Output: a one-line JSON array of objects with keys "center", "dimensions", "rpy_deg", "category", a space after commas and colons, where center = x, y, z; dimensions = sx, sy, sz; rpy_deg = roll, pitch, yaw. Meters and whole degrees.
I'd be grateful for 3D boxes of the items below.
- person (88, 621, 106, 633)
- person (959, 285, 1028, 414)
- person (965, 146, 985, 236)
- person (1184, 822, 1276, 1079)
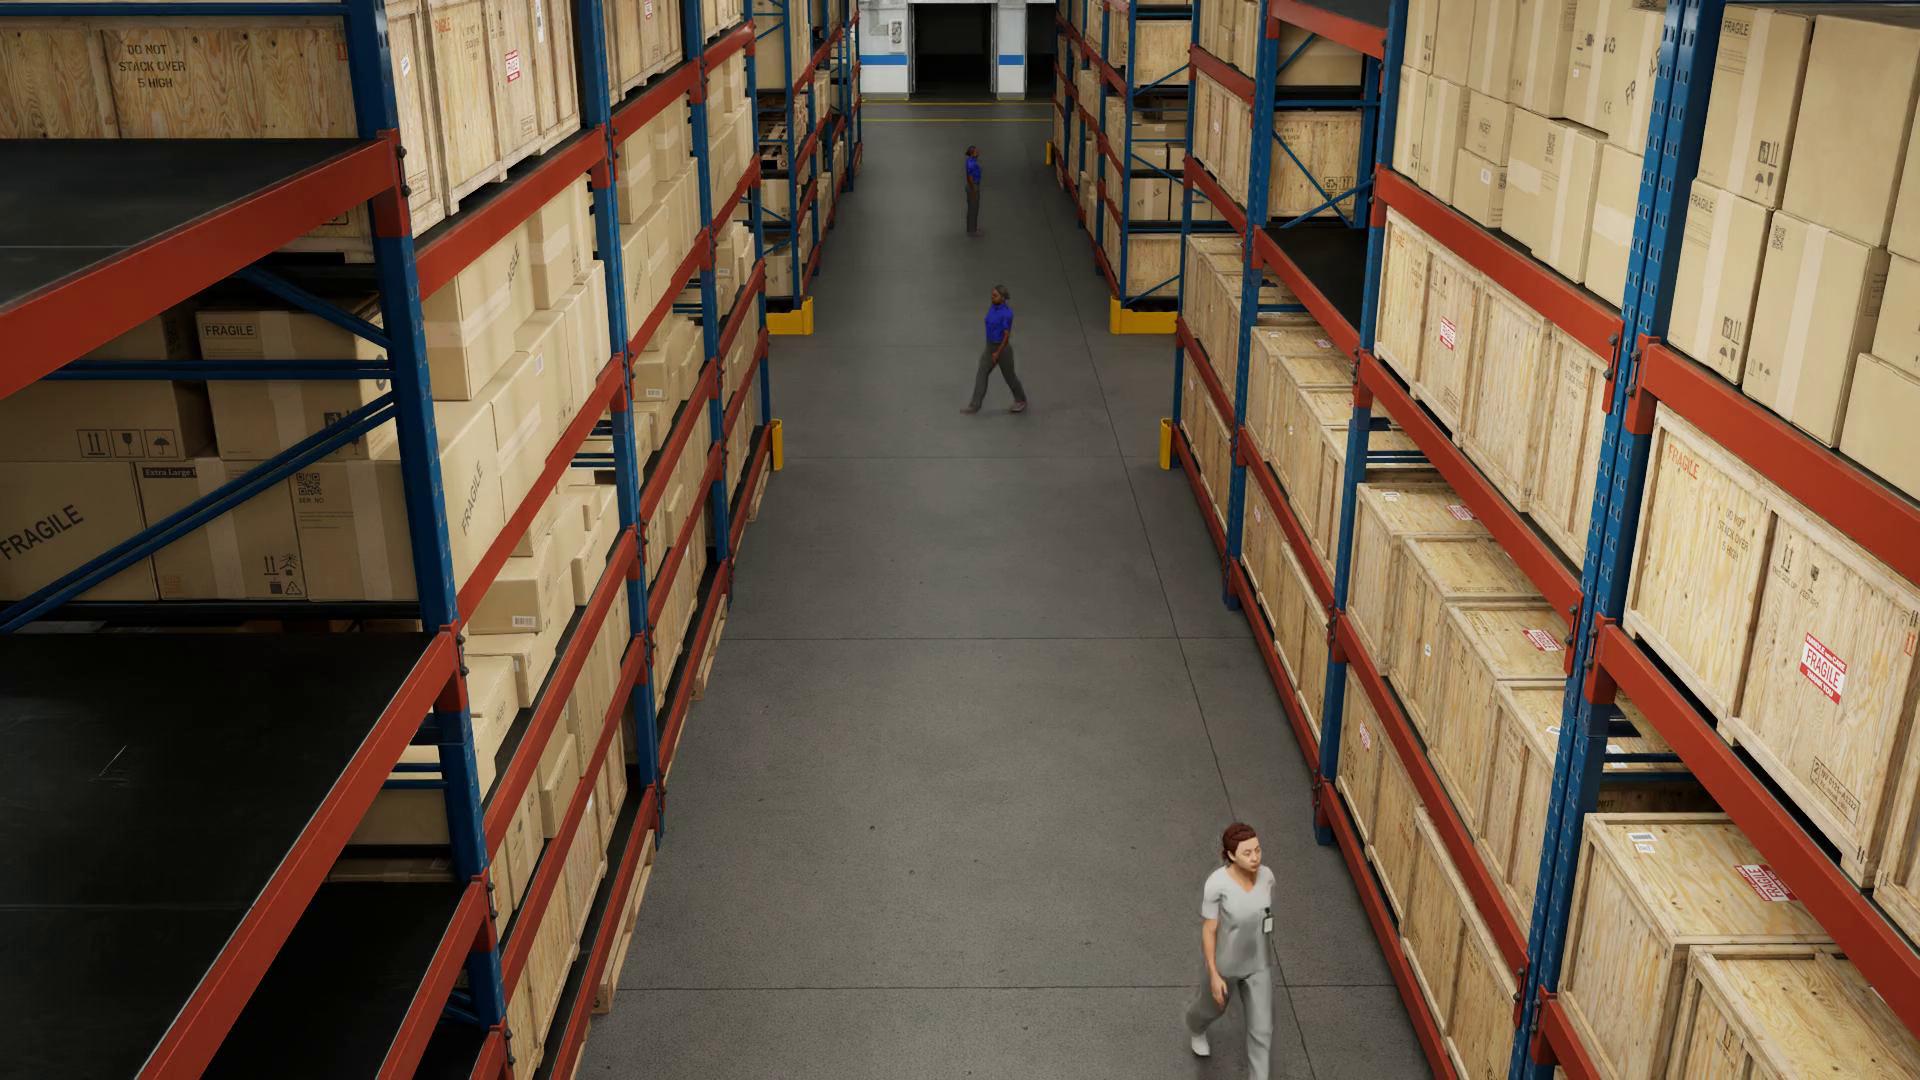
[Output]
[{"center": [-7.584, -0.020, 14.514], "dimensions": [0.583, 1.764, 0.489], "rpy_deg": [3, 22, 7], "category": "person"}, {"center": [0.446, -2.347, 20.630], "dimensions": [0.957, 1.618, 0.460], "rpy_deg": [-16, 26, -34], "category": "person"}, {"center": [0.274, -6.608, 31.417], "dimensions": [0.354, 1.660, 0.443], "rpy_deg": [-3, 22, -8], "category": "person"}, {"center": [1.485, 2.264, 8.917], "dimensions": [0.440, 1.628, 1.007], "rpy_deg": [-4, 22, -10], "category": "person"}]
